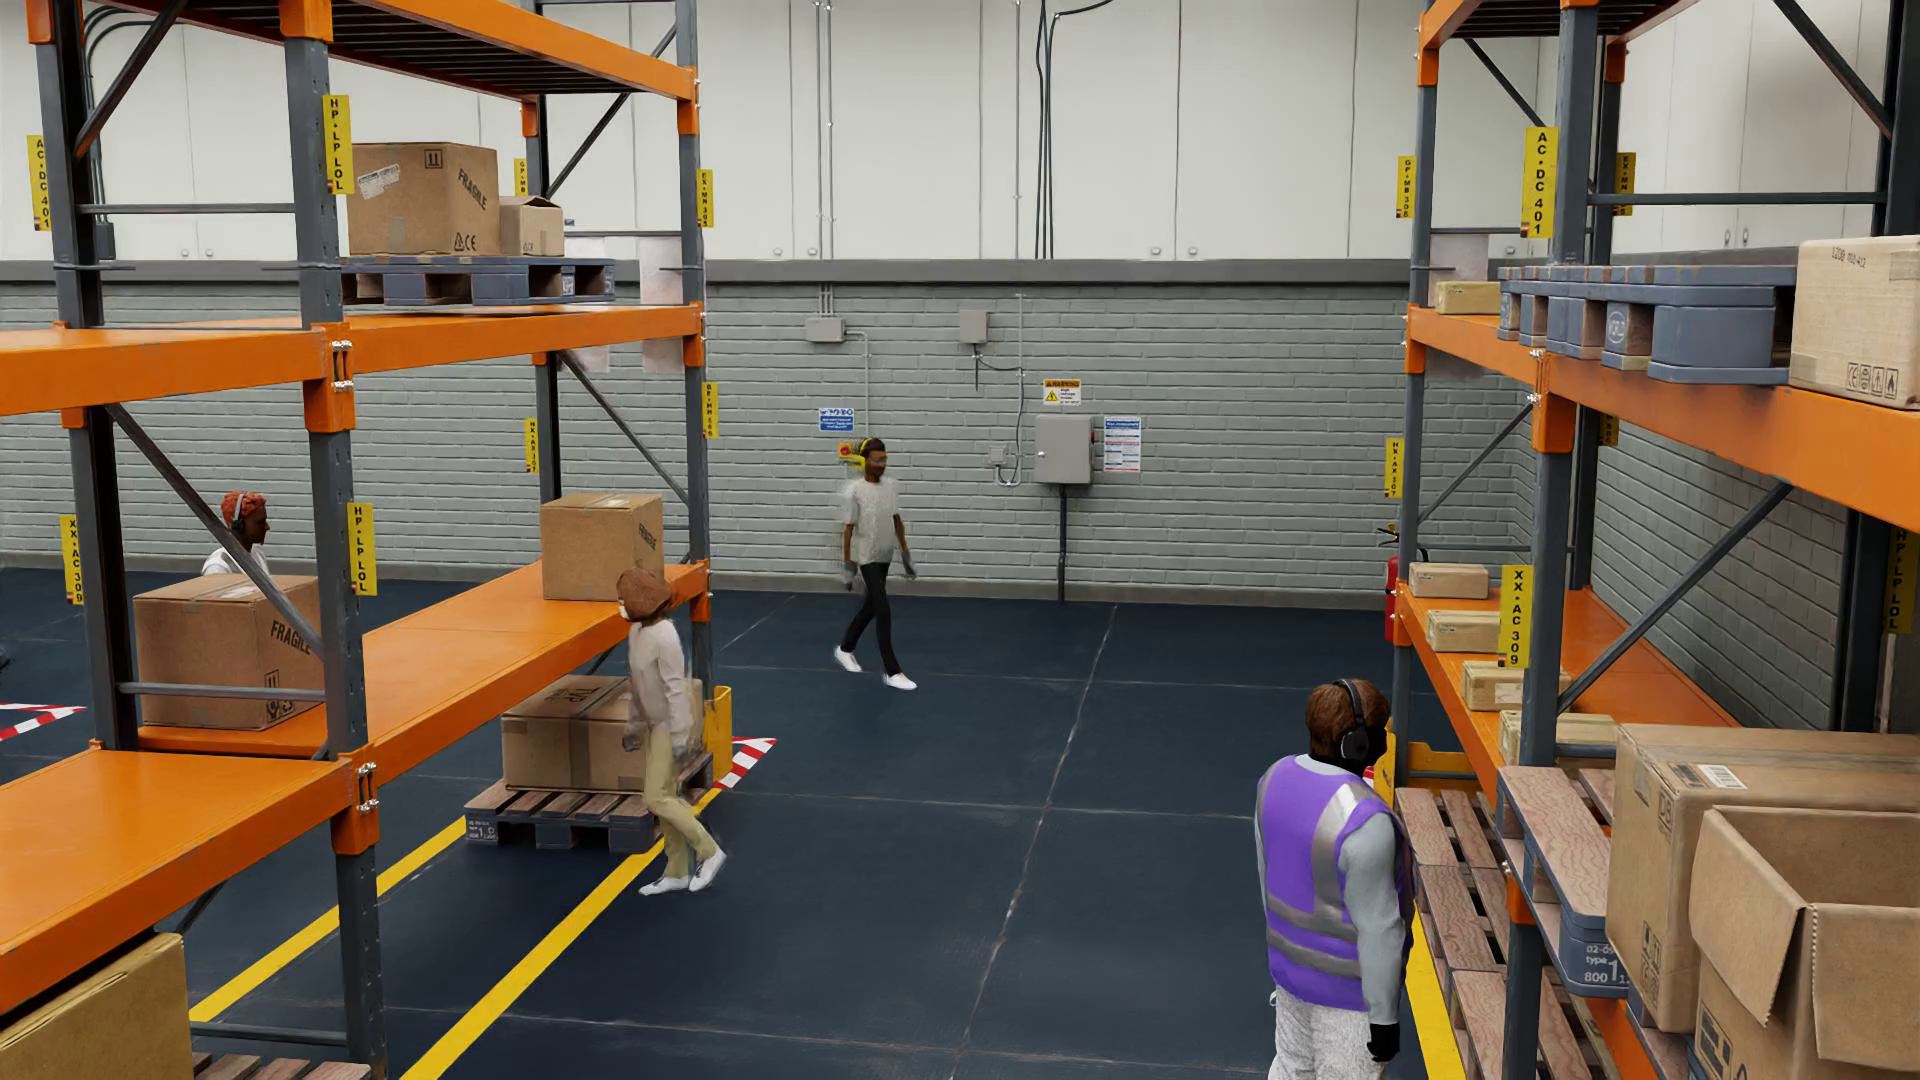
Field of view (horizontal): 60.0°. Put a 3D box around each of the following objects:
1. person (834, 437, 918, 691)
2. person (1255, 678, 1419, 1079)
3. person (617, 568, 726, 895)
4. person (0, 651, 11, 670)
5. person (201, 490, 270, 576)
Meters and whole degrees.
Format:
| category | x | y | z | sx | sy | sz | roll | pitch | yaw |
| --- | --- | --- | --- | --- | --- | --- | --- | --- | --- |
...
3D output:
| category | x | y | z | sx | sy | sz | roll | pitch | yaw |
| --- | --- | --- | --- | --- | --- | --- | --- | --- | --- |
| person | -0.651 | 0.140 | 12.273 | 0.942 | 1.835 | 0.514 | 8 | 12 | 40 |
| person | 1.136 | 1.316 | 4.998 | 0.429 | 1.844 | 0.623 | -4 | 10 | -21 |
| person | -1.452 | 0.933 | 8.091 | 0.387 | 1.610 | 0.533 | -5 | 10 | -27 |
| person | -7.157 | 0.229 | 11.955 | 0.364 | 1.748 | 0.555 | -7 | 12 | -37 |
| person | -3.797 | 0.672 | 8.859 | 0.358 | 1.880 | 0.575 | 0 | 9 | -1 |
